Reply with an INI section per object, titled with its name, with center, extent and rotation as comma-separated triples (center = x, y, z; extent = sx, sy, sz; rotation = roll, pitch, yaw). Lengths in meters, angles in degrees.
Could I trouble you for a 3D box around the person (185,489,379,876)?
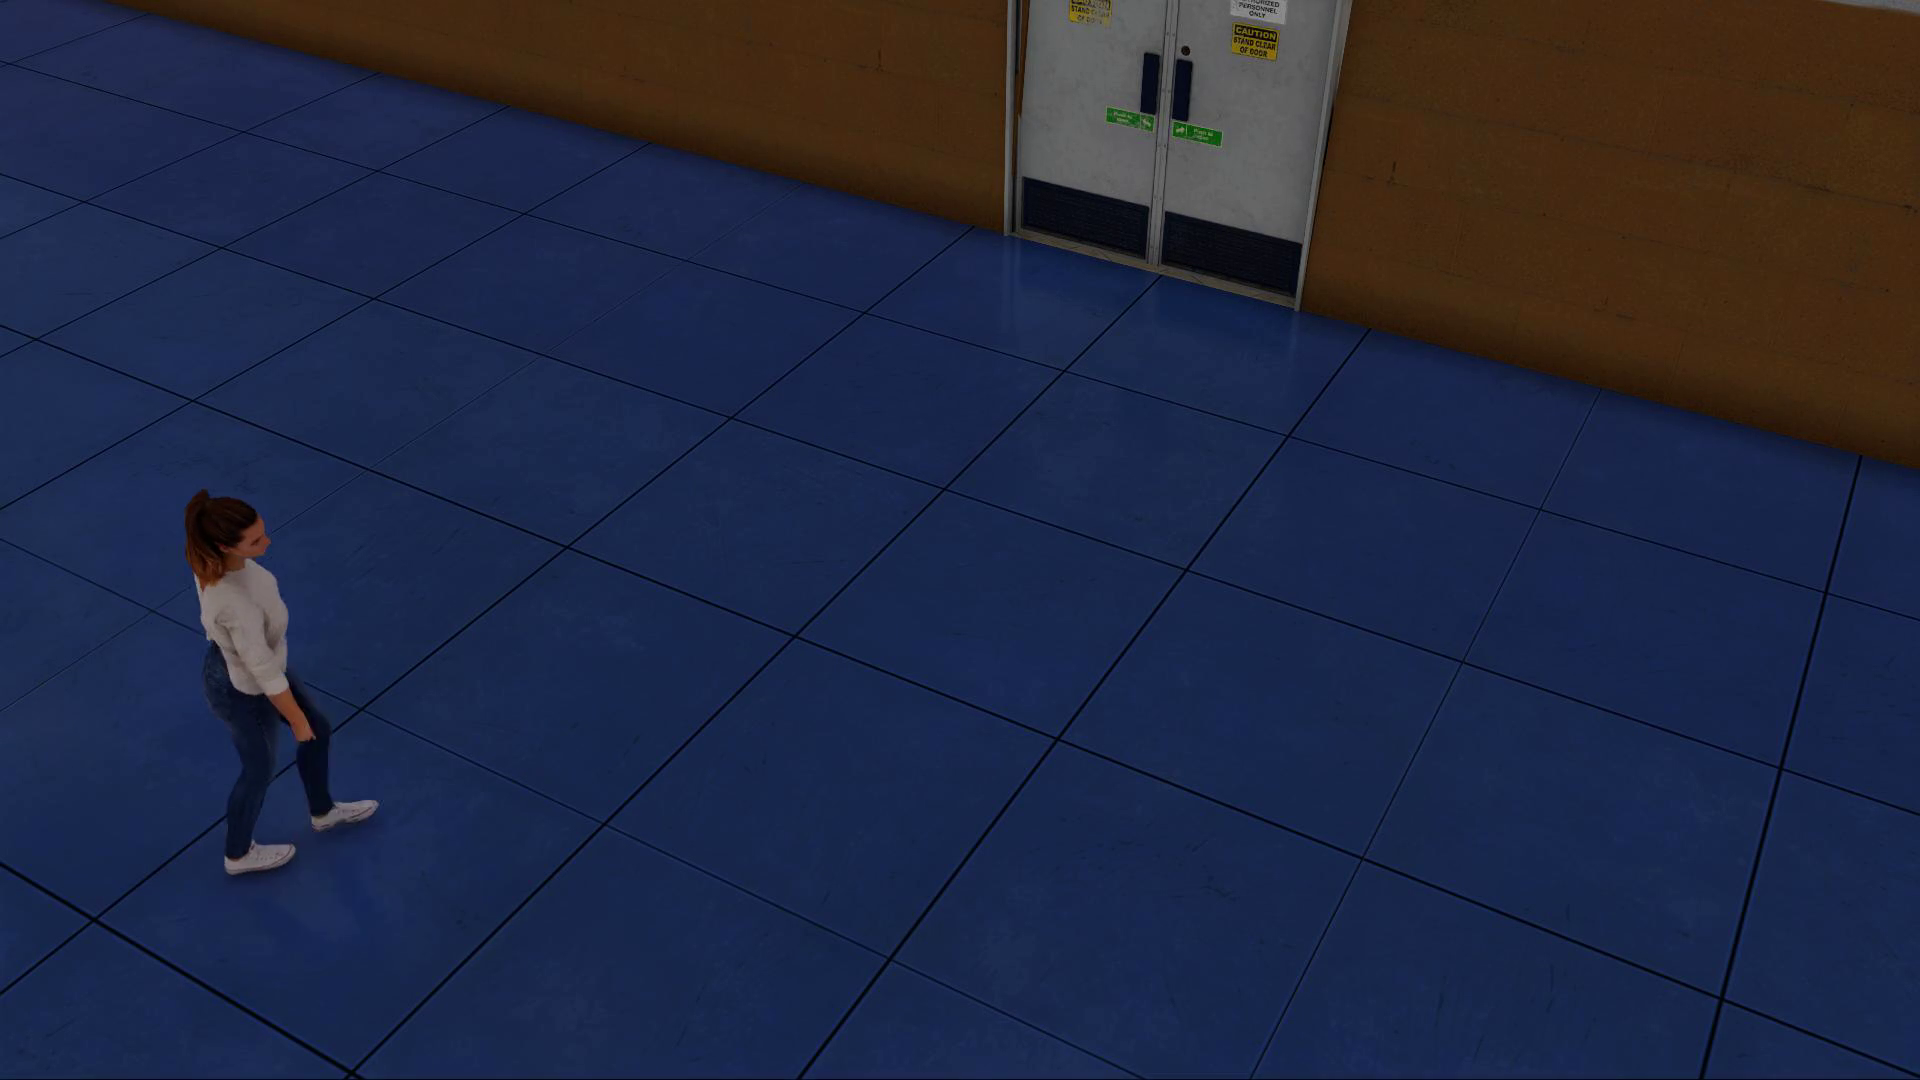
[person]
center = -2.607, 0.551, 5.944
extent = 0.948, 1.698, 0.869
rotation = -18, 41, -23
